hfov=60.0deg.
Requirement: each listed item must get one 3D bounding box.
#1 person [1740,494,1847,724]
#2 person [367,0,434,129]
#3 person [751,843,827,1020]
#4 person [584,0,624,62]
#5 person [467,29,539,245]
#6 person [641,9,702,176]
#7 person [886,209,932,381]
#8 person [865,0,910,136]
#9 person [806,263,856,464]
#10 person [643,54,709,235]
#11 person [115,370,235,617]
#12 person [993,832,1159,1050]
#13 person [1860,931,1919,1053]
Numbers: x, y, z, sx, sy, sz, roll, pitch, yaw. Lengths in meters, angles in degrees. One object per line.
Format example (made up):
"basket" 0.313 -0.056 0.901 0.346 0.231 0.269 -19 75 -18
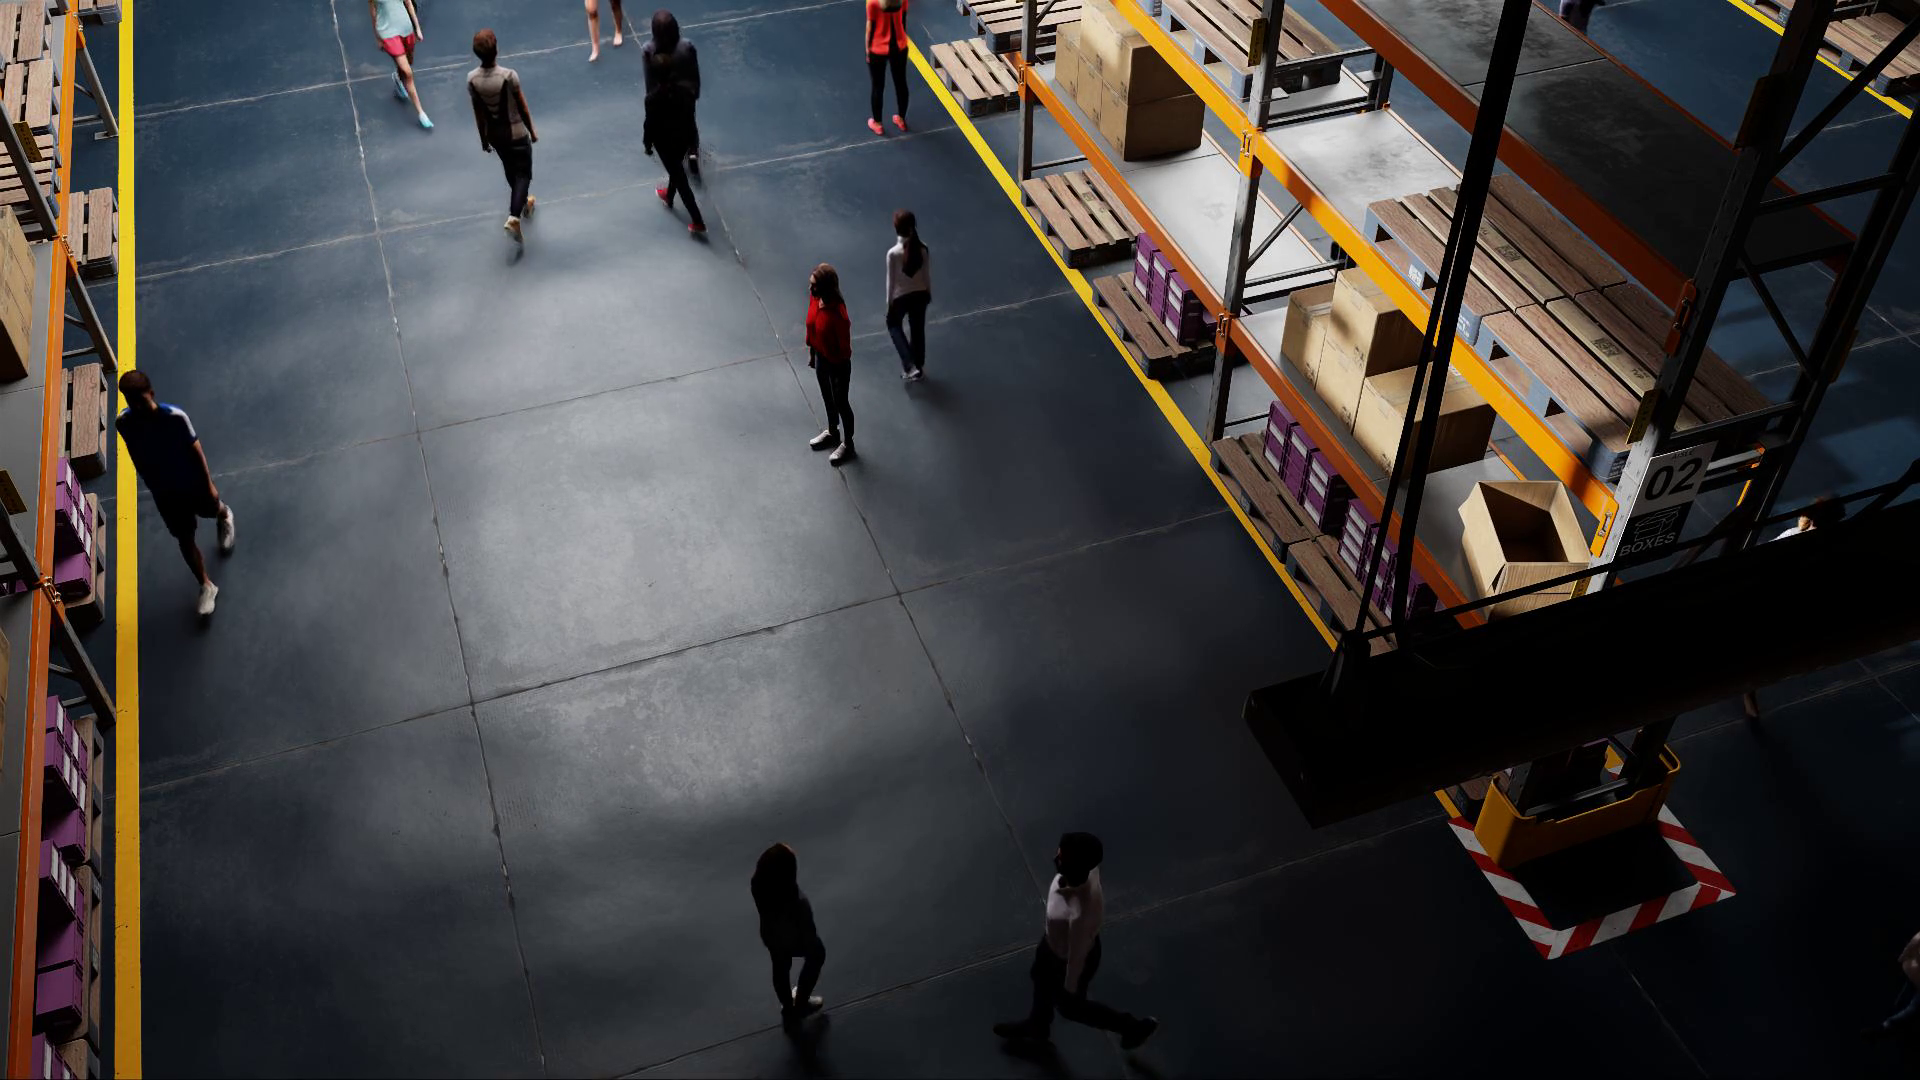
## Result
"person" 5.218 0.327 10.594 0.872 1.772 1.076 2 44 3
"person" -5.490 -4.930 16.141 0.814 1.733 1.220 -27 50 -26
"person" -0.974 2.155 8.895 0.646 1.468 0.717 22 48 22
"person" -3.675 -5.893 17.191 0.818 1.678 1.041 0 44 0
"person" -3.972 -3.504 14.543 1.000 1.872 1.235 5 44 5
"person" -2.649 -4.120 15.402 0.699 1.579 0.880 -11 45 -11
"person" -0.382 -1.856 13.051 0.557 1.543 0.638 -15 46 -16
"person" -0.662 -4.691 15.917 0.603 1.694 0.582 -19 47 -19
"person" -0.956 -1.329 12.381 0.736 1.705 0.567 -30 51 -28
"person" -2.486 -3.457 14.666 0.847 1.634 1.188 -29 51 -27
"person" -5.307 -0.459 11.377 0.716 1.831 1.243 -10 45 -10
"person" 0.663 2.141 8.642 0.962 1.838 1.142 2 44 2
"person" 5.172 2.343 8.906 0.569 1.181 0.715 -18 46 -18
